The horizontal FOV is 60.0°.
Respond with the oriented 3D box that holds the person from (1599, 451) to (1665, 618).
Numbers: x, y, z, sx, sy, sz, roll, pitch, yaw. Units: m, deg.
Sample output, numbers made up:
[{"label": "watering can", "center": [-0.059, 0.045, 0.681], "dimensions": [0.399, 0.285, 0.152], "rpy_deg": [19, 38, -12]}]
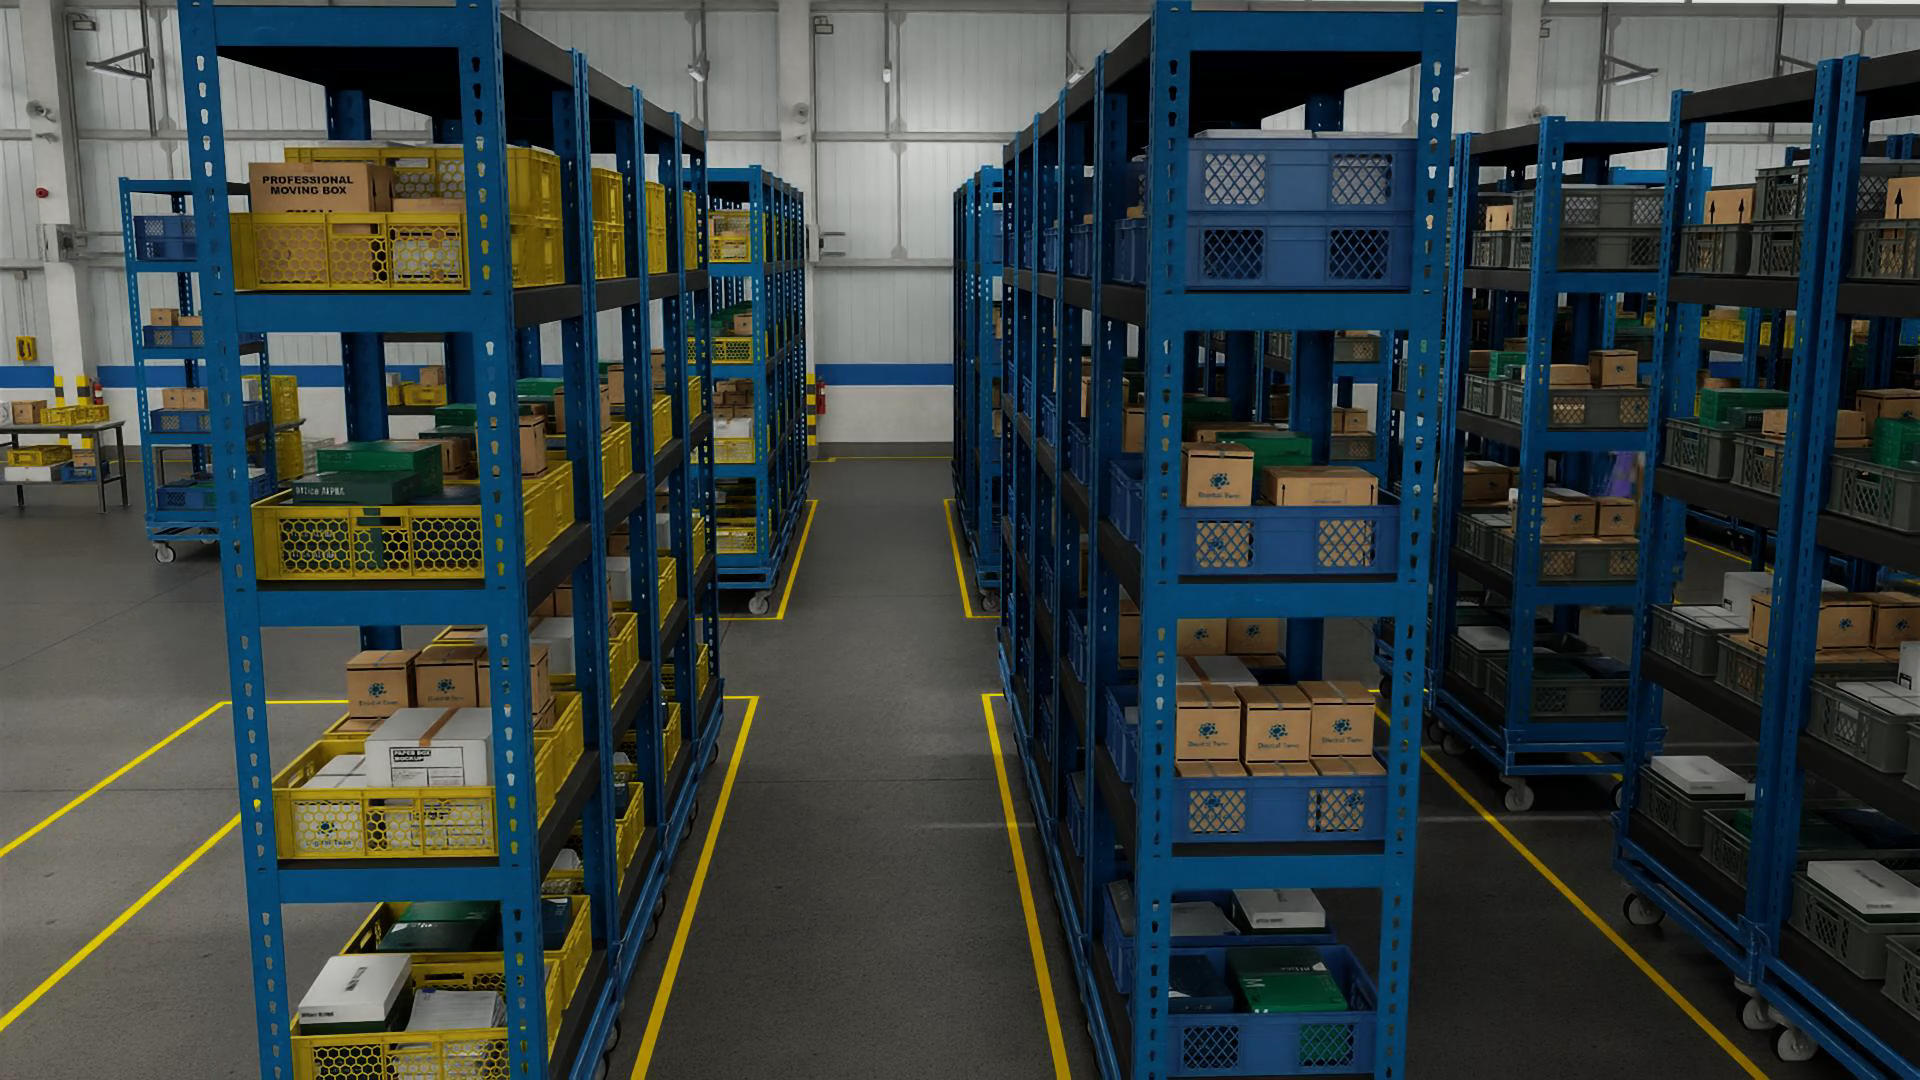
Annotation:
[{"label": "person", "center": [5.495, -0.275, 13.380], "dimensions": [0.653, 1.814, 0.609], "rpy_deg": [1, 10, 6]}]
